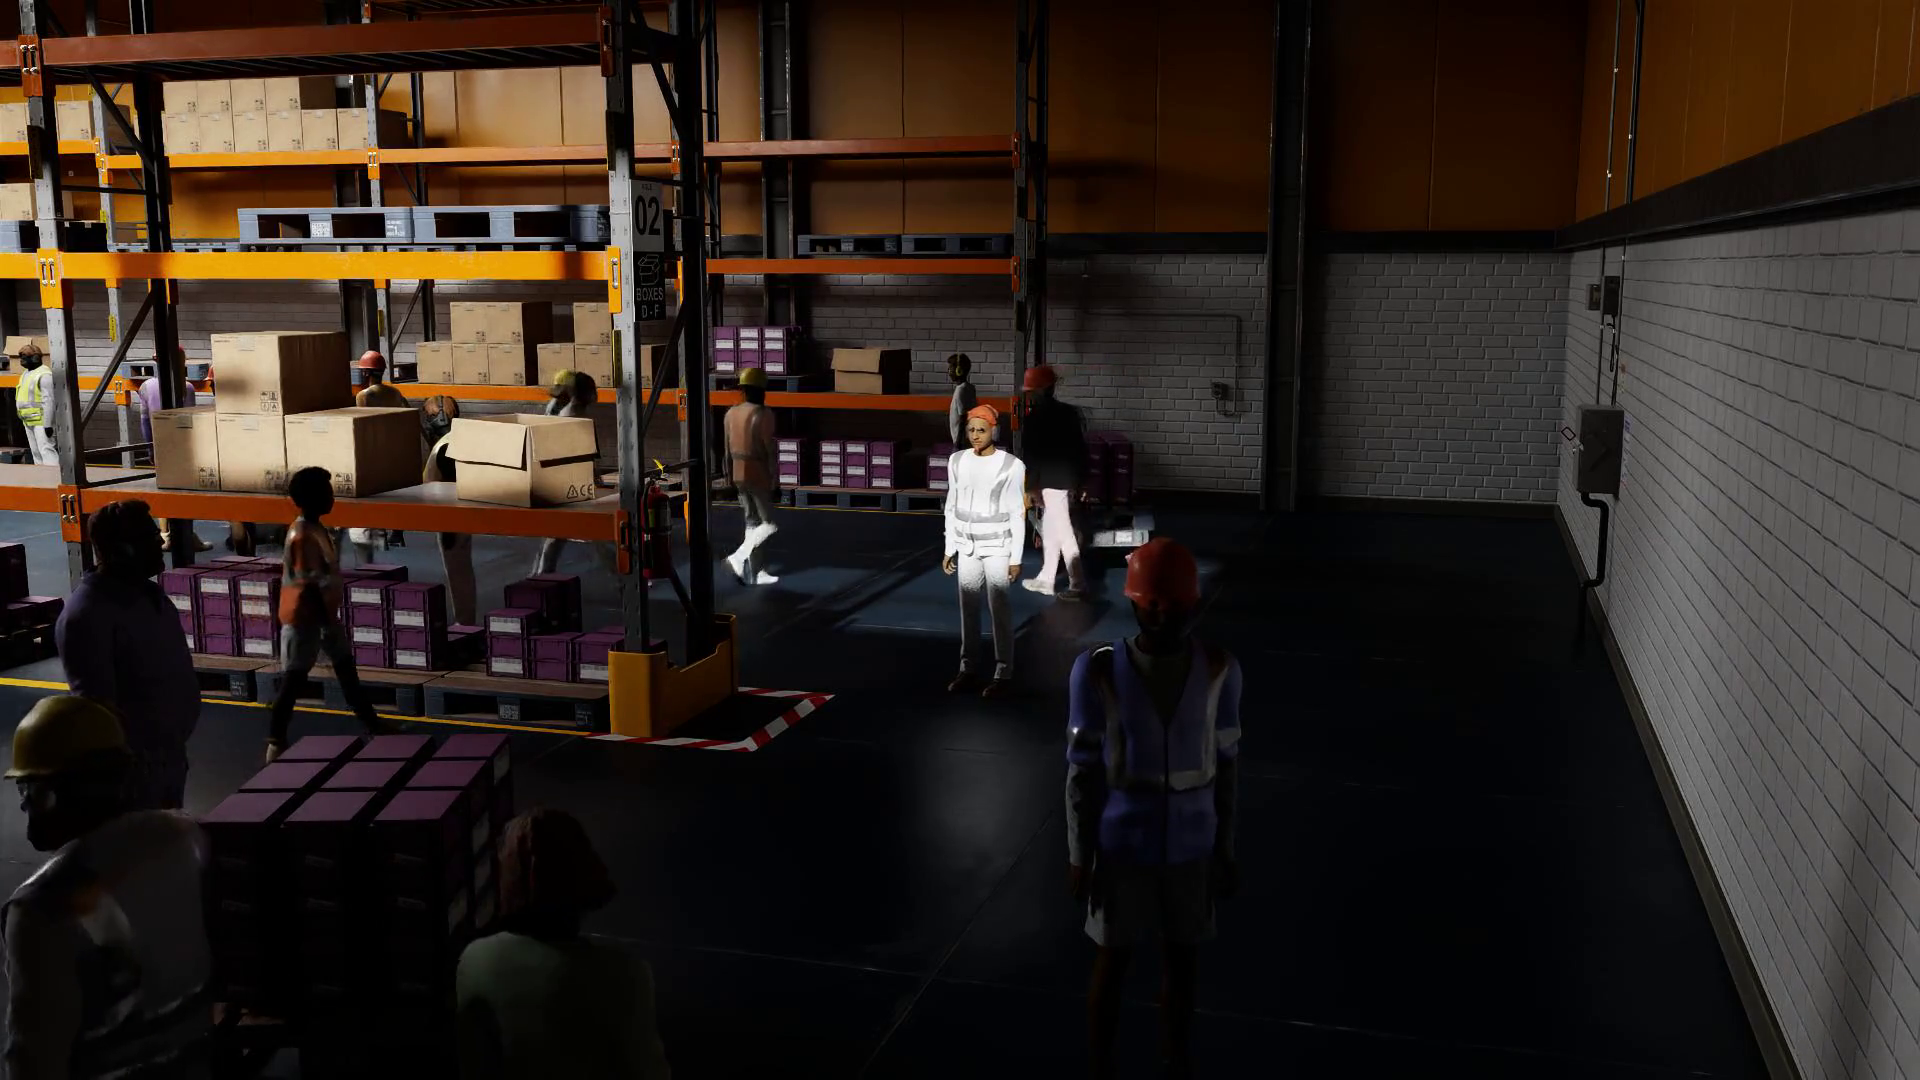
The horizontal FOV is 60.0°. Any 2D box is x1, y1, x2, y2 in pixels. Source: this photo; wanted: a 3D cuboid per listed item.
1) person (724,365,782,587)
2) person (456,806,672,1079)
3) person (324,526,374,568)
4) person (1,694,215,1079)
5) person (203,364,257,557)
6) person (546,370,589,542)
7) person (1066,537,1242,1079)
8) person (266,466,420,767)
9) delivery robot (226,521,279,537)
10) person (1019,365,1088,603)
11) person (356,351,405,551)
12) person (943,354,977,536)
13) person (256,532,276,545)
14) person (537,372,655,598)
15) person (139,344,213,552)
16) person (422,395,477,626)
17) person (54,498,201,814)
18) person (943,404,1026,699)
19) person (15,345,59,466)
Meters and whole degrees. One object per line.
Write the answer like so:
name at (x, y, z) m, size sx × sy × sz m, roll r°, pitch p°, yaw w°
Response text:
person at (-1.790, -0.524, 14.149) m, size 0.618 × 1.911 × 0.575 m, roll 8°, pitch 12°, yaw 41°
person at (-0.882, 1.370, 3.553) m, size 0.504 × 1.594 × 0.771 m, roll 5°, pitch 11°, yaw 30°
person at (-4.910, -0.311, 13.236) m, size 0.593 × 1.794 × 0.807 m, roll -6°, pitch 11°, yaw -33°
person at (-1.848, 1.240, 3.712) m, size 0.539 × 1.805 × 0.654 m, roll 1°, pitch 9°, yaw 8°
person at (-6.387, -0.604, 14.563) m, size 0.361 × 1.938 × 0.545 m, roll -1°, pitch 9°, yaw -5°
person at (-3.848, -0.827, 16.563) m, size 0.659 × 1.722 × 0.512 m, roll 2°, pitch 9°, yaw 10°
person at (0.606, 0.941, 5.150) m, size 0.551 × 1.932 × 0.378 m, roll -1°, pitch 9°, yaw -6°
person at (-3.453, 0.425, 9.146) m, size 0.827 × 1.653 × 0.542 m, roll -2°, pitch 9°, yaw -10°
delivery robot at (-6.799, -0.240, 16.261) m, size 0.707 × 0.478 × 0.477 m, roll -3°, pitch 10°, yaw -16°
person at (0.734, -0.465, 13.679) m, size 0.824 × 1.944 × 0.643 m, roll 7°, pitch 12°, yaw 38°
person at (-5.640, -0.861, 16.125) m, size 0.357 × 1.938 × 0.543 m, roll 4°, pitch 10°, yaw 23°
person at (0.005, -0.970, 17.011) m, size 0.328 × 1.868 × 0.509 m, roll 2°, pitch 9°, yaw 10°
person at (-7.013, -0.832, 16.500) m, size 0.518 × 1.756 × 0.345 m, roll 6°, pitch 11°, yaw 31°
person at (-3.083, -0.442, 13.733) m, size 1.007 × 1.882 × 0.653 m, roll -1°, pitch 9°, yaw -6°
person at (-7.531, -0.890, 15.983) m, size 0.616 × 2.041 × 0.379 m, roll 3°, pitch 10°, yaw 16°
person at (-3.659, -0.122, 11.944) m, size 0.429 × 1.837 × 0.628 m, roll -3°, pitch 10°, yaw -15°
person at (-2.984, 0.799, 6.084) m, size 0.410 × 1.913 × 0.651 m, roll -1°, pitch 9°, yaw -6°
person at (0.157, 0.070, 10.639) m, size 0.579 × 1.879 × 0.348 m, roll 6°, pitch 11°, yaw 34°
person at (-10.917, -1.393, 19.699) m, size 0.625 × 1.836 × 0.429 m, roll 8°, pitch 12°, yaw 39°
